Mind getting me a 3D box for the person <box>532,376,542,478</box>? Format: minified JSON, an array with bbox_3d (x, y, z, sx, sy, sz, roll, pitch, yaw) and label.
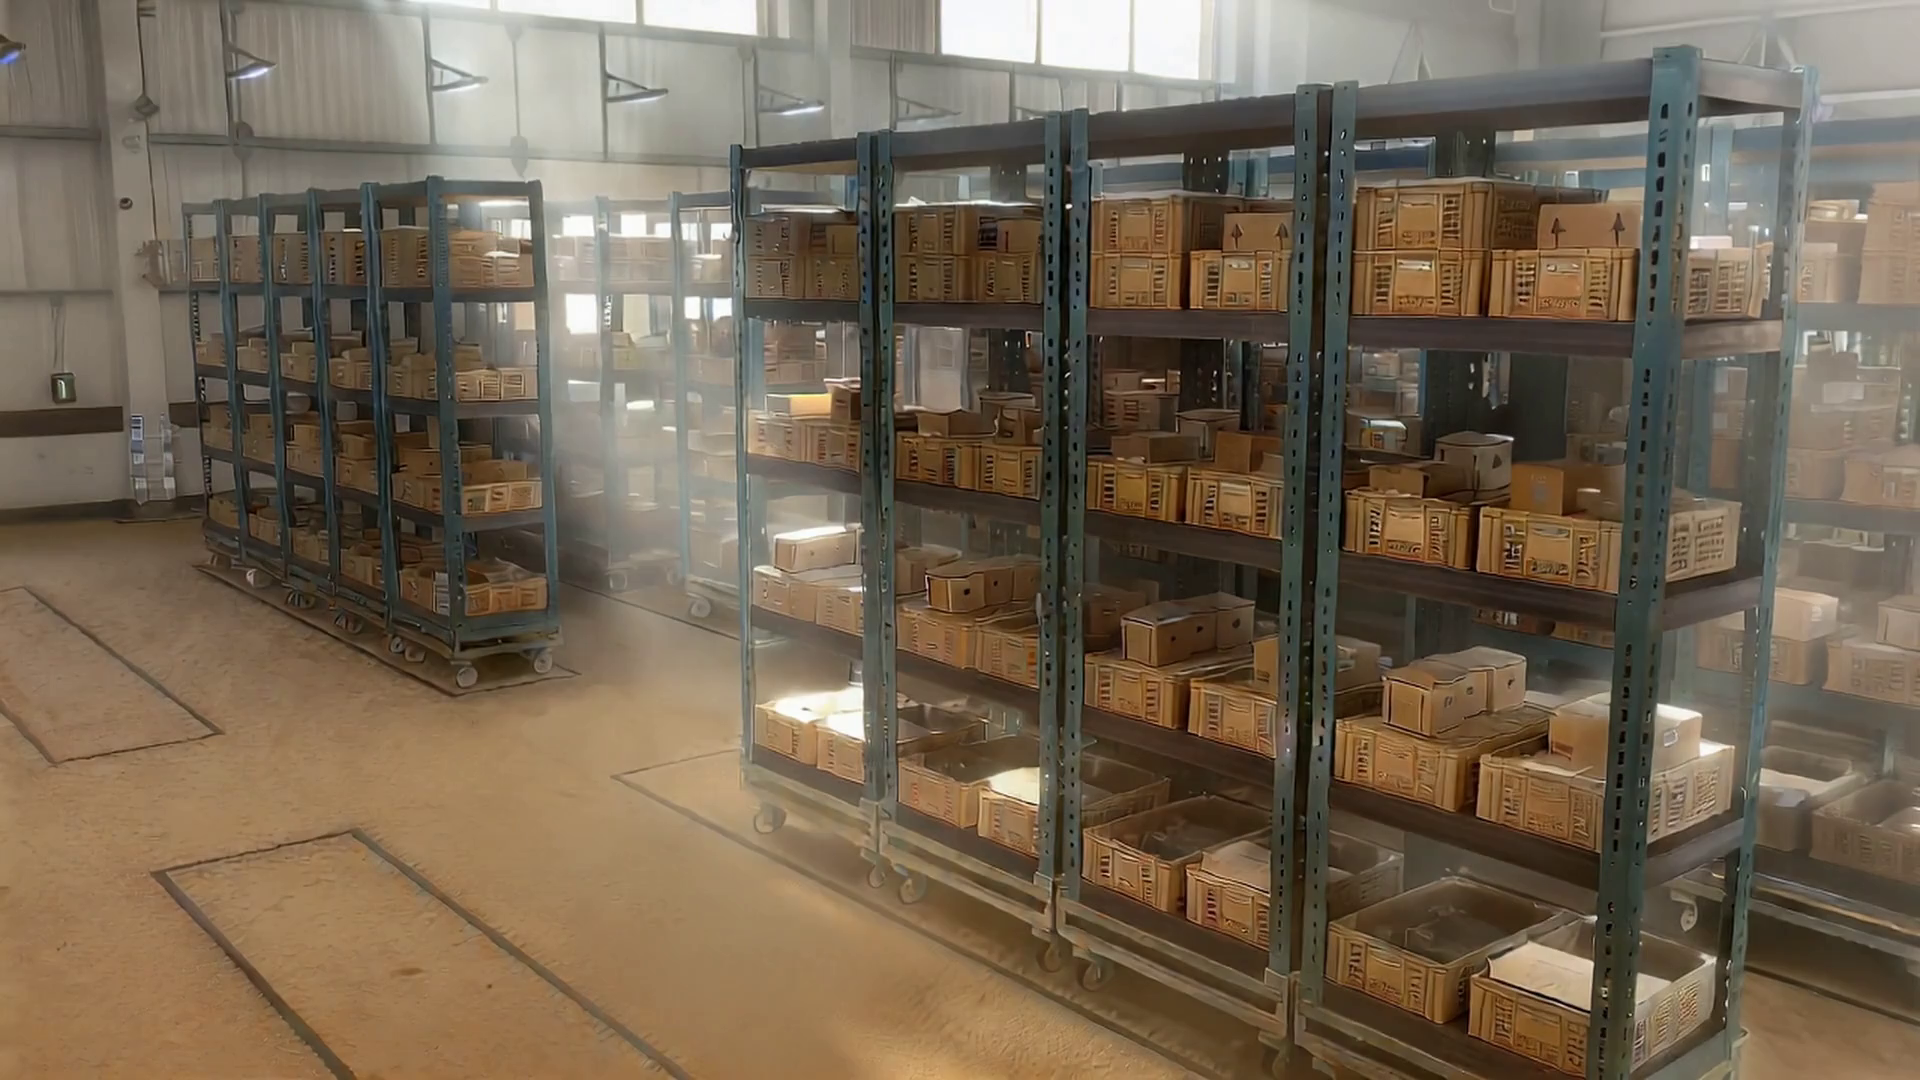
[{"bbox_3d":[-5.066,-1.259,20.331,0.645,1.822,0.569,-4,10,-22],"label":"person"}]
